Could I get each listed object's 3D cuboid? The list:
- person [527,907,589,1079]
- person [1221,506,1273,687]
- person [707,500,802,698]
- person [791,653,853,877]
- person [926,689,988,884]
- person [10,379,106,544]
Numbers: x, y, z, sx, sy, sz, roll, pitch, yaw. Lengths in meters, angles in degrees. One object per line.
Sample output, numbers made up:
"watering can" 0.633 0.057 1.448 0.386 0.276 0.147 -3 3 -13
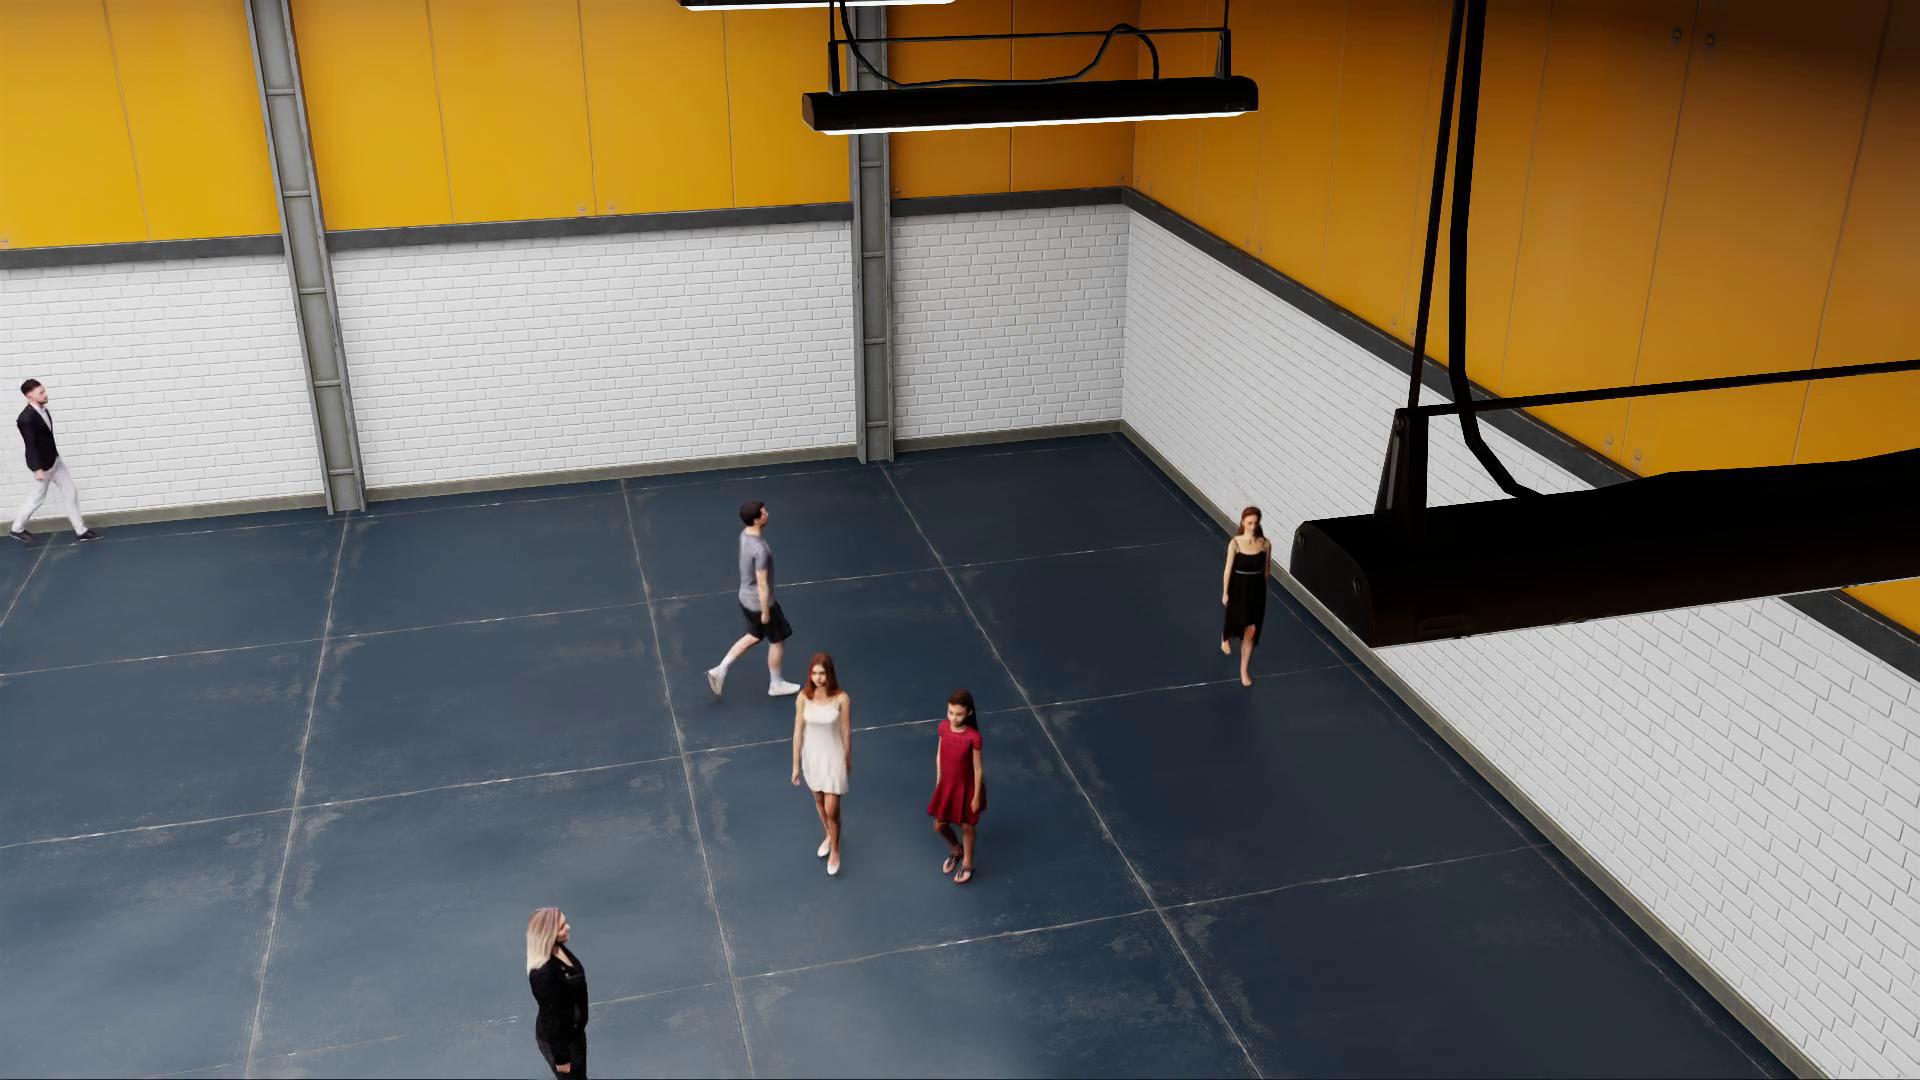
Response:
"person" -2.300 2.776 9.225 0.818 1.679 0.654 -4 24 -9
"person" 2.510 0.442 14.656 0.890 1.606 0.740 -1 24 -3
"person" -1.803 0.531 14.159 1.090 1.840 0.788 -11 26 -23
"person" -0.962 1.534 12.049 0.771 1.693 0.794 7 24 15
"person" 0.035 1.709 11.839 0.702 1.540 0.762 13 27 27
"person" -9.561 -0.771 17.188 1.225 1.800 0.840 -2 24 -5
